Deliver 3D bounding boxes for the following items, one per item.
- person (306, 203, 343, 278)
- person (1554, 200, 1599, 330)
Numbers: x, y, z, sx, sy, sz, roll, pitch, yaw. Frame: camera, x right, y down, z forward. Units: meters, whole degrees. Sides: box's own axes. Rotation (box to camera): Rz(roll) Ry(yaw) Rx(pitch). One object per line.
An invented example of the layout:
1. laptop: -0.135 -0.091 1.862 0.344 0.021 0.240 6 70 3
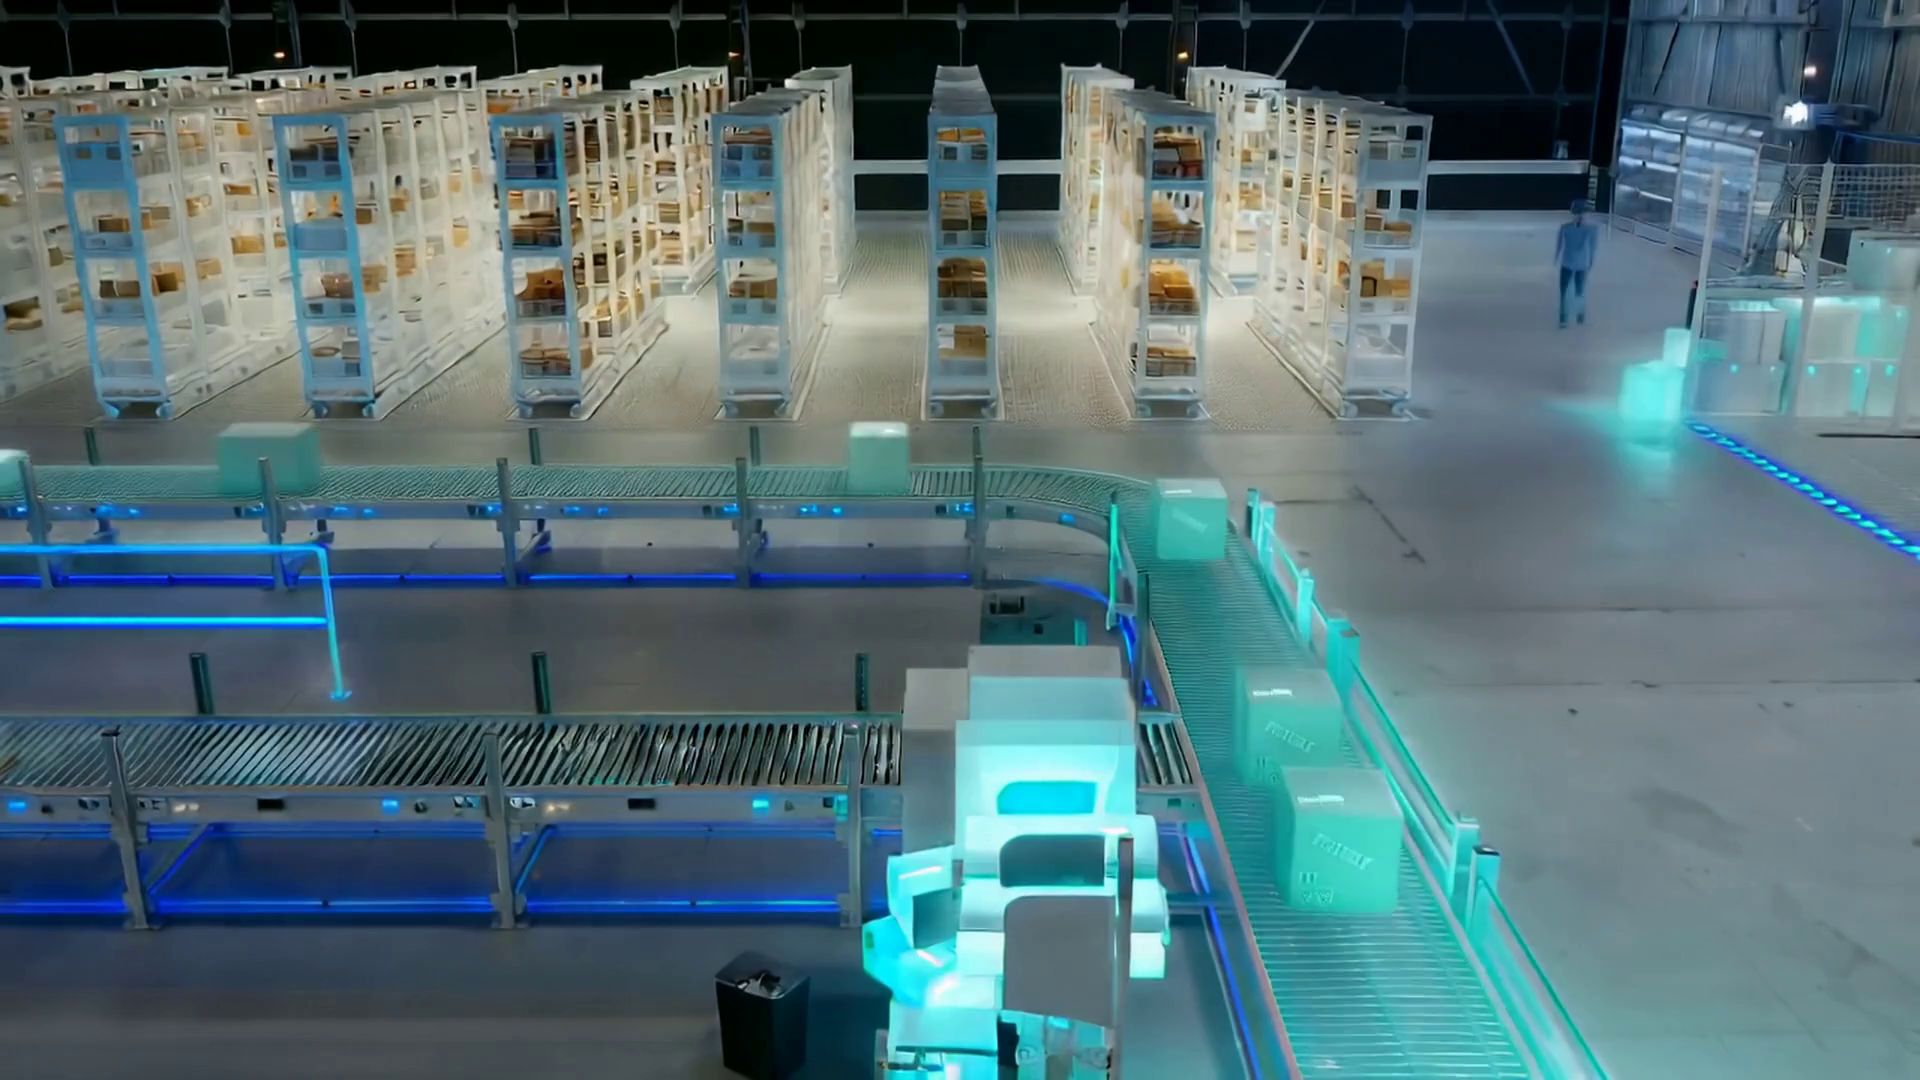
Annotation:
1. person: -10.922 -5.184 28.683 0.591 1.815 0.640 -2 18 -8
2. person: 9.376 -4.197 25.365 0.635 1.976 0.513 11 21 30
